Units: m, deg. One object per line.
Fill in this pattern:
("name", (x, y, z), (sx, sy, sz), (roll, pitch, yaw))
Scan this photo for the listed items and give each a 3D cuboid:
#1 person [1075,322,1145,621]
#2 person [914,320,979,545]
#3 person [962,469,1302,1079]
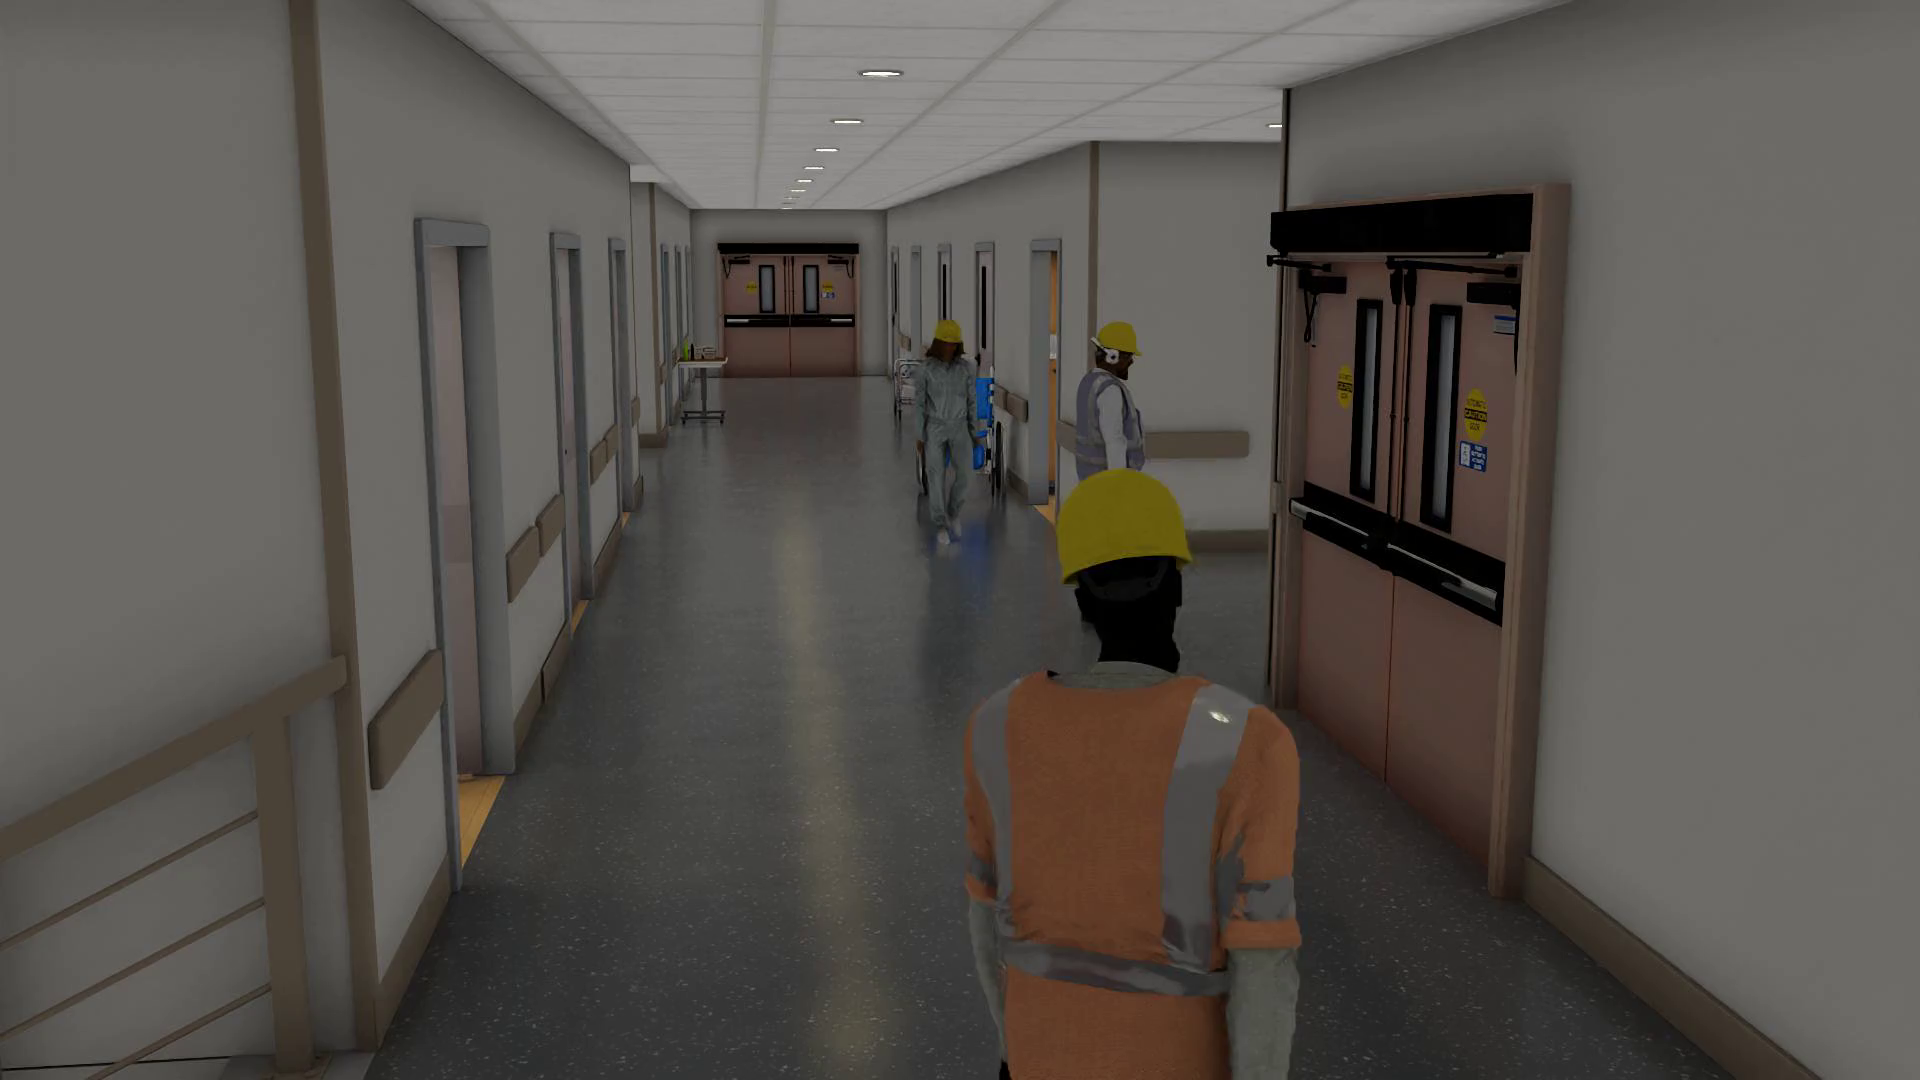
("person", (0.891, -0.379, 9.881), (0.403, 1.822, 0.588), (-2, 10, -11))
("person", (-0.096, -0.812, 12.660), (0.516, 1.719, 0.383), (-3, 10, -16))
("person", (0.247, 0.842, 2.619), (0.620, 1.868, 0.652), (6, 11, 30))
